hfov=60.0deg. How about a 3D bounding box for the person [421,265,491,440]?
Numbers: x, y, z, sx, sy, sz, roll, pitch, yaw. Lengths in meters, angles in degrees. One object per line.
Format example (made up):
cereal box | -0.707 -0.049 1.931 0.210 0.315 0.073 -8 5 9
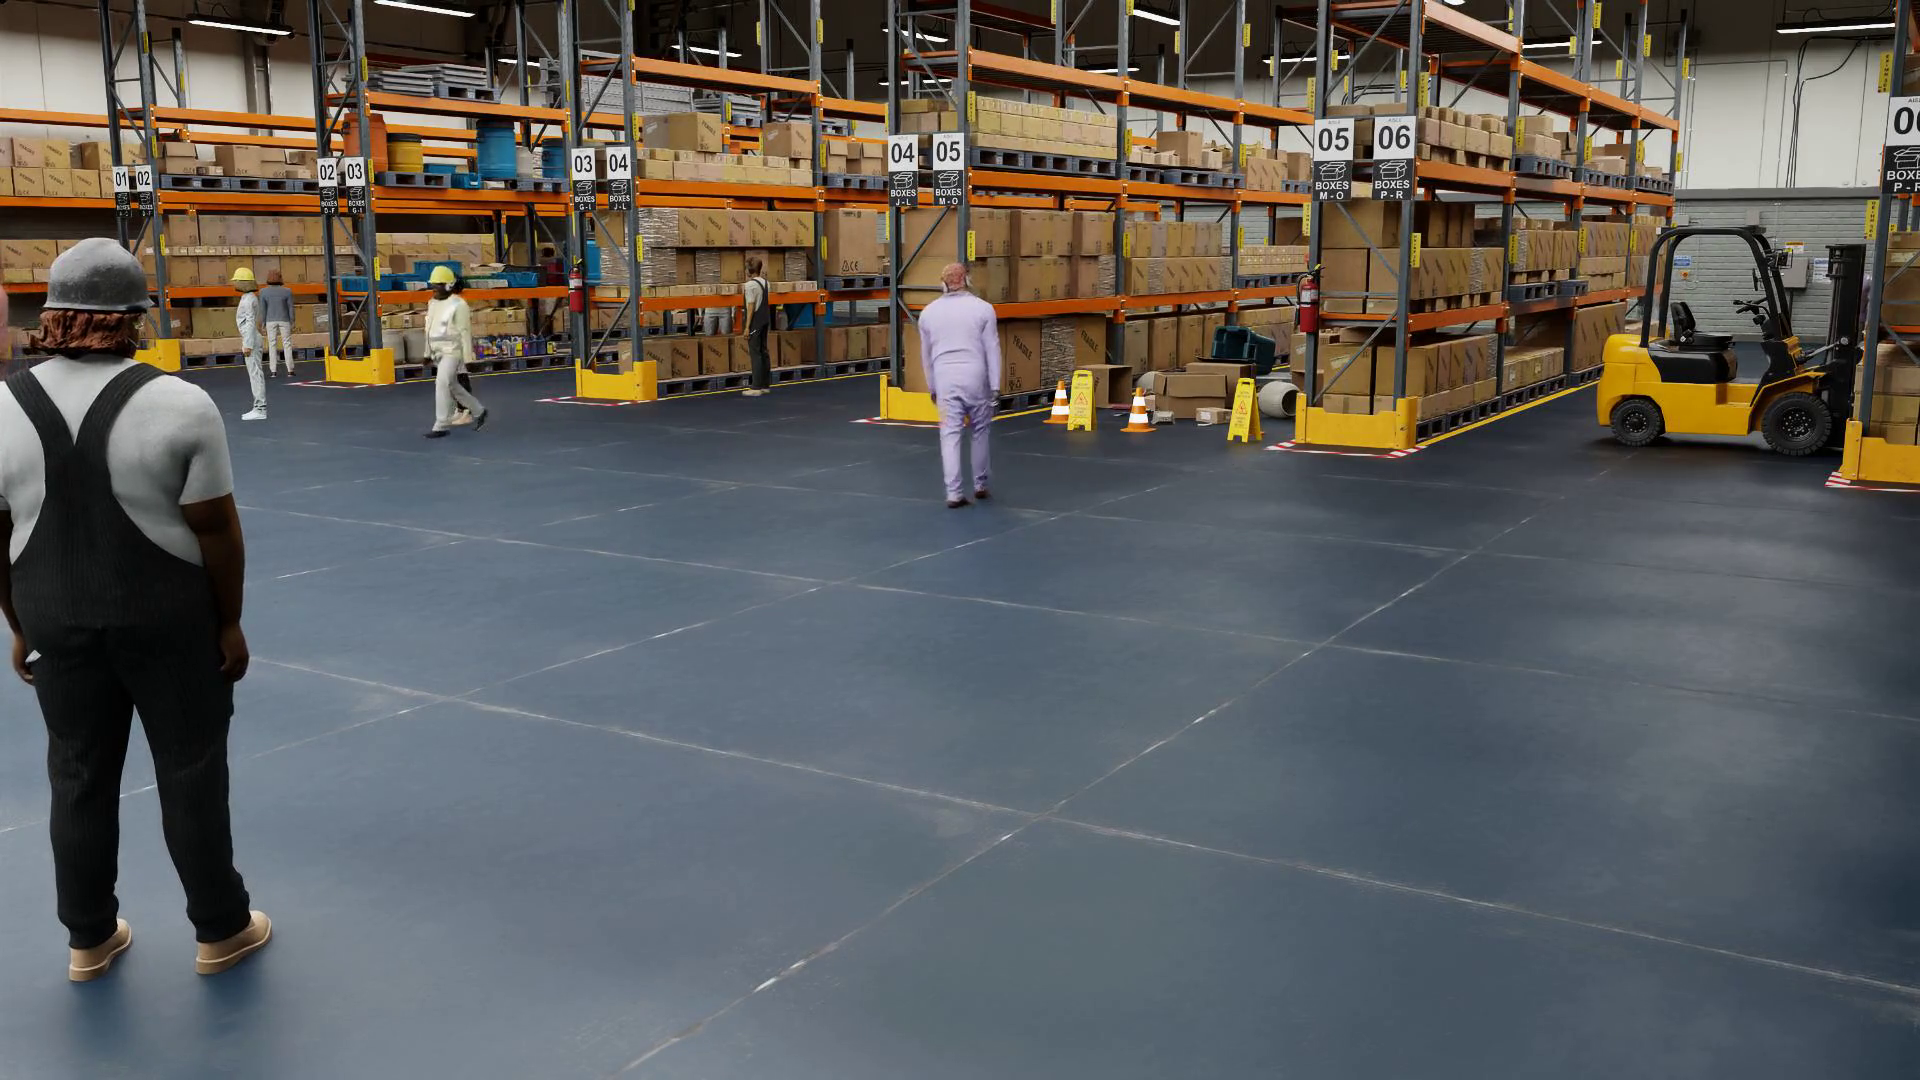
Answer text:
person | -5.299 -1.971 17.412 0.573 1.806 0.838 9 14 42

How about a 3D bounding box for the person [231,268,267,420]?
person | -8.198 -2.260 19.182 0.294 1.744 0.487 -4 11 -21

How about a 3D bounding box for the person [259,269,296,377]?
person | -10.353 -3.289 25.253 0.500 1.633 0.280 -3 11 -18

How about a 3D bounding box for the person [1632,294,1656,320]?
person | 12.921 -4.465 31.346 0.534 1.815 0.997 -3 11 -16

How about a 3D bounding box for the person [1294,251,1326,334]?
person | 4.973 -3.141 23.559 0.547 1.942 0.344 8 13 38

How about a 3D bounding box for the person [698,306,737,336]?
person | -3.682 -3.441 25.283 0.625 1.931 0.369 0 10 0

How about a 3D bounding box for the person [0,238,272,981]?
person | -2.288 0.196 4.590 0.679 2.000 0.537 -1 10 -5

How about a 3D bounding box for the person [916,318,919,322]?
person | -0.404 -2.808 21.843 0.615 1.888 0.798 5 11 27

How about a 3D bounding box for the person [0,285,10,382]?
person | -10.142 -2.032 17.500 0.636 1.888 0.659 -3 11 -16

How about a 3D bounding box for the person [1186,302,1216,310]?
person | 4.387 -4.129 30.052 0.537 1.586 0.863 8 13 38

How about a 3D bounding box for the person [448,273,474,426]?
person | -5.606 -2.118 18.518 0.318 1.697 0.535 -6 12 -31

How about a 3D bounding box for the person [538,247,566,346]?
person | -7.922 -4.716 32.371 0.642 1.937 0.824 6 12 28

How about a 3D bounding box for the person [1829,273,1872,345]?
person | 12.780 -3.180 23.863 0.580 1.918 0.405 6 12 29

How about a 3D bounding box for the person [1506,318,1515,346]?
person | 10.593 -4.580 31.719 0.649 1.901 0.644 3 11 16

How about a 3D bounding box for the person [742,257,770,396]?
person | -2.713 -2.835 22.120 0.341 1.845 0.511 4 11 23

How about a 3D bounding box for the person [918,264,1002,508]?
person | 0.018 -1.207 12.959 0.675 1.858 0.880 2 10 11
